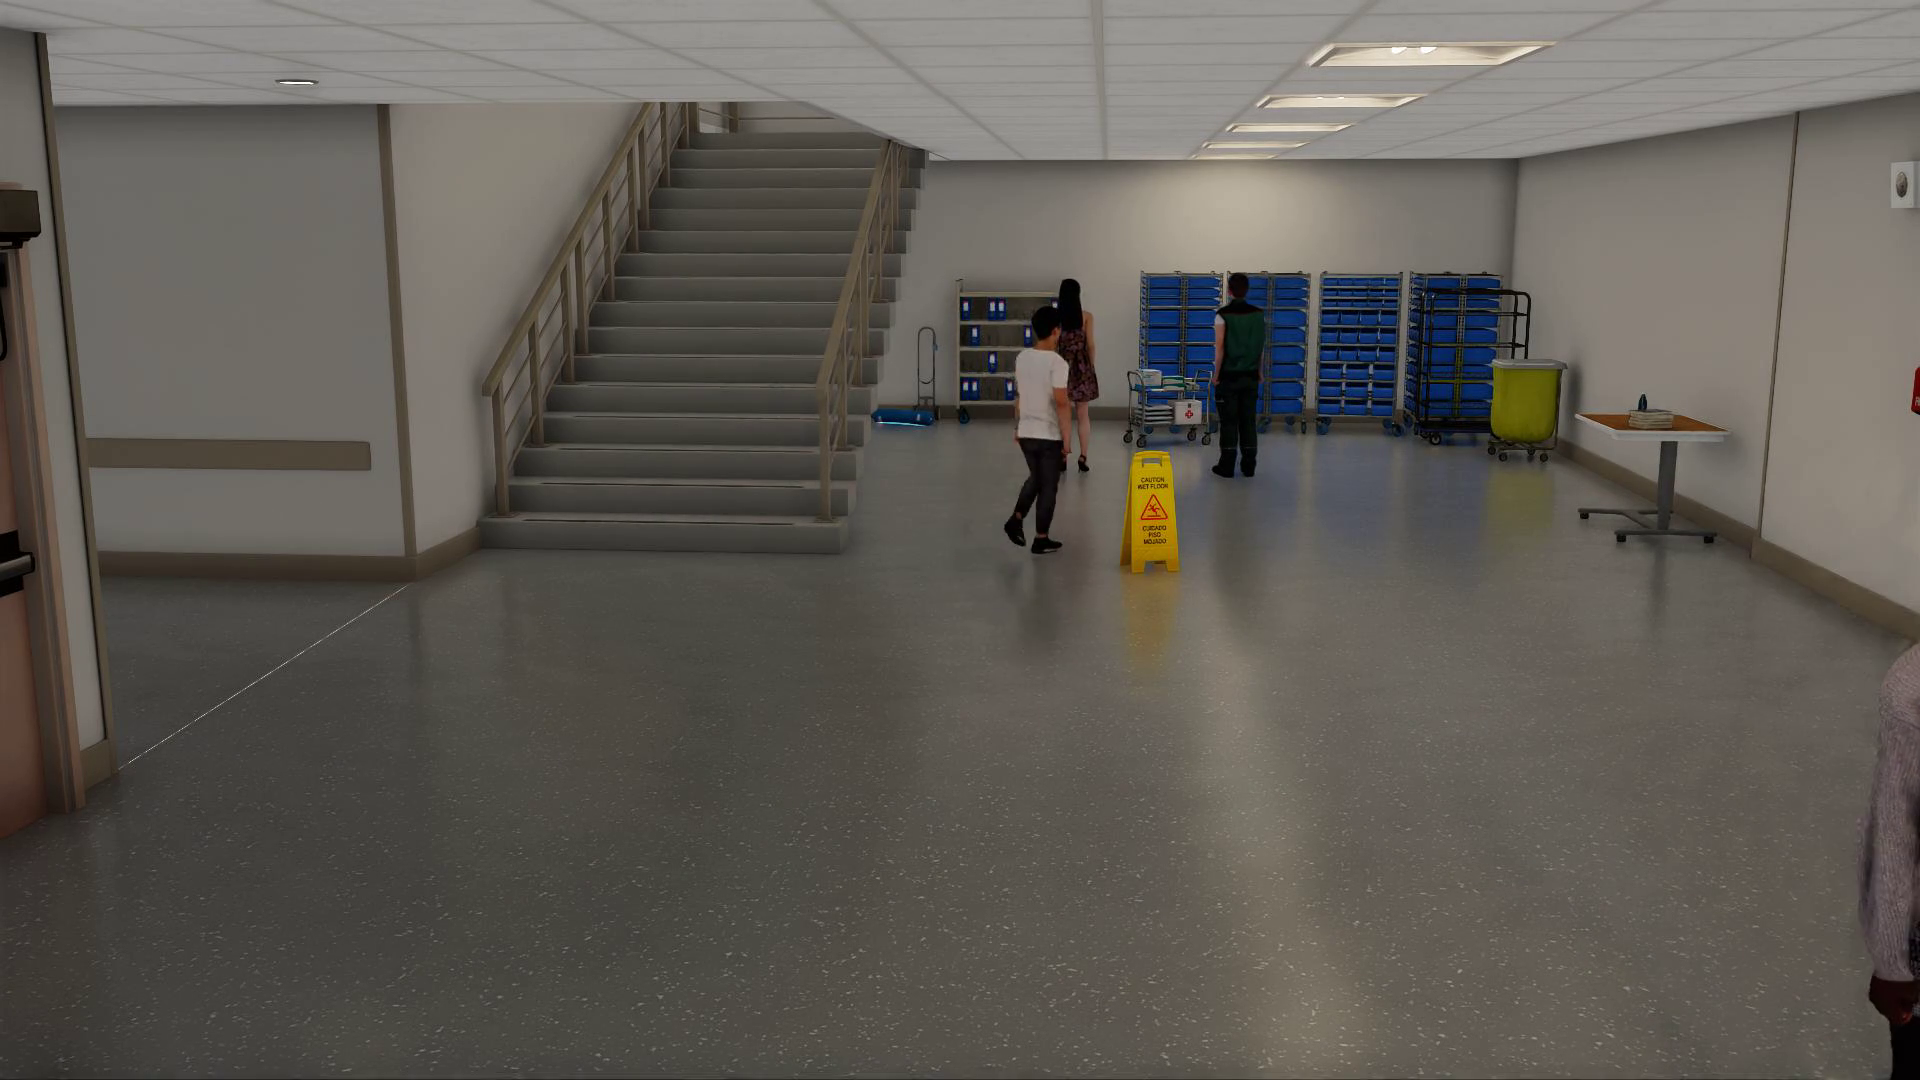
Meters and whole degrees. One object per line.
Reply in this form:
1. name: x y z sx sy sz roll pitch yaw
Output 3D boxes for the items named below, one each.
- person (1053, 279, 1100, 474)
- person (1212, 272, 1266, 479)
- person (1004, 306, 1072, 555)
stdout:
1. person: 1.027 -1.505 15.283 0.669 1.774 0.673 2 11 9
2. person: 2.509 -1.496 15.057 0.719 1.841 0.692 -3 11 -15
3. person: 0.504 -0.747 11.450 0.891 1.714 0.831 -9 14 -40
